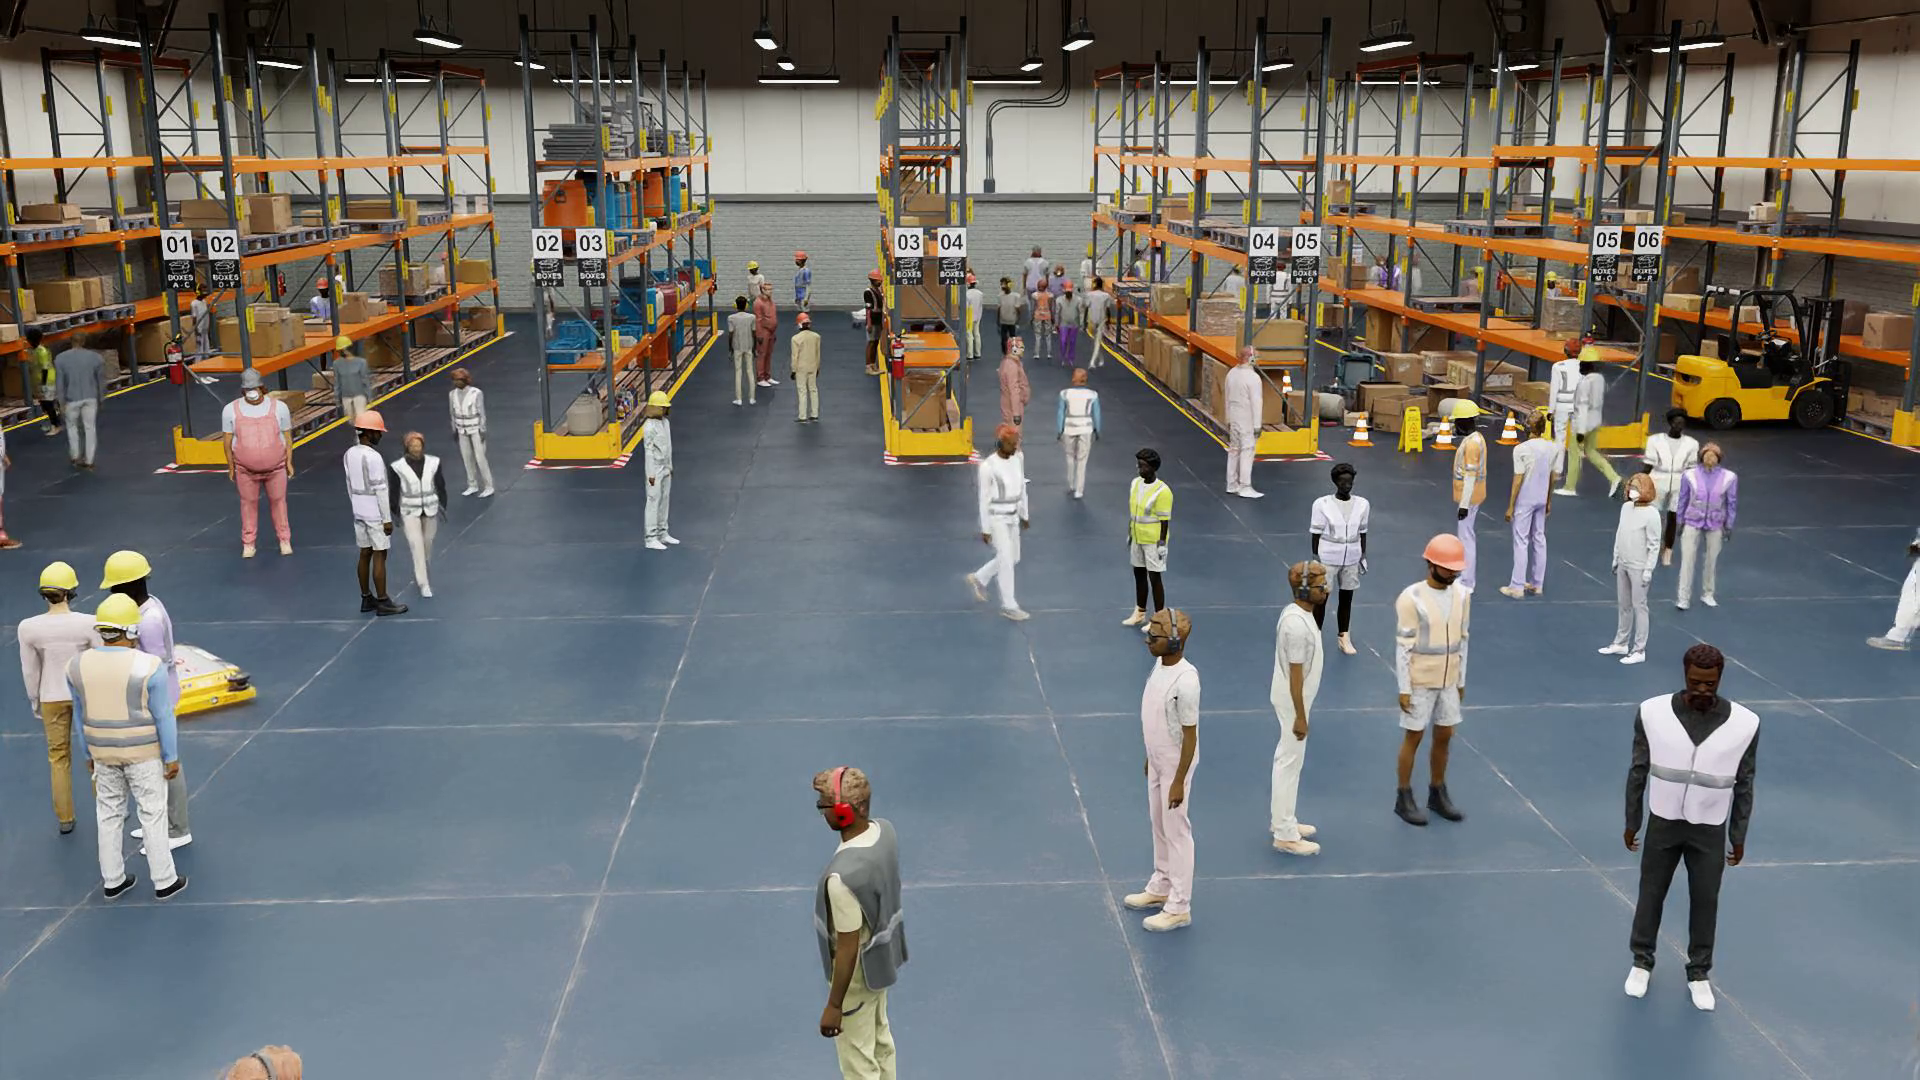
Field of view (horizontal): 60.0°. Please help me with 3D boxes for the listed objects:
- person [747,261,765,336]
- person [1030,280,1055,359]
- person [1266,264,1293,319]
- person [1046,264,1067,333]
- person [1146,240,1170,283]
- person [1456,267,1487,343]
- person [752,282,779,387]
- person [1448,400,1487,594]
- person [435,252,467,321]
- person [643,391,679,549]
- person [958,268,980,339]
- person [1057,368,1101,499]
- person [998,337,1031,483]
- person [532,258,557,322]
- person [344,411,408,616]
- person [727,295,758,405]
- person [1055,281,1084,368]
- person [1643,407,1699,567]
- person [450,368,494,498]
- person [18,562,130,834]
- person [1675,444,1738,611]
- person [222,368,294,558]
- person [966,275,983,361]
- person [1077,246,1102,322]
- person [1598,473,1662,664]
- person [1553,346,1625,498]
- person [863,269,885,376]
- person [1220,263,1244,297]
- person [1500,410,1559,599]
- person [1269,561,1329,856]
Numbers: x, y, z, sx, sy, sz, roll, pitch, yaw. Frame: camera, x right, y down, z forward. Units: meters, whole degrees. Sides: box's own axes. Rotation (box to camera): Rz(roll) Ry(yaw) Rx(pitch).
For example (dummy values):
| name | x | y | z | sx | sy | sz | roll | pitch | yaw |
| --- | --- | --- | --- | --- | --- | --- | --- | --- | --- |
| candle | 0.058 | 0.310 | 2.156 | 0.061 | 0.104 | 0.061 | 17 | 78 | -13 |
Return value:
| name | x | y | z | sx | sy | sz | roll | pitch | yaw |
| --- | --- | --- | --- | --- | --- | --- | --- | --- | --- |
| person | -4.735 | -5.574 | 38.502 | 0.531 | 1.752 | 0.341 | 9 | 16 | 34 |
| person | 1.707 | -4.572 | 34.501 | 0.515 | 1.635 | 0.315 | -1 | 13 | -6 |
| person | 7.153 | -5.346 | 37.249 | 0.584 | 1.882 | 0.345 | 5 | 14 | 20 |
| person | 2.251 | -5.692 | 39.286 | 0.533 | 1.614 | 0.345 | 5 | 14 | 21 |
| person | 4.973 | -6.501 | 41.805 | 0.615 | 2.040 | 0.391 | 5 | 14 | 21 |
| person | 11.553 | -5.265 | 37.283 | 0.922 | 1.697 | 0.590 | -7 | 15 | -28 |
| person | -3.556 | -3.789 | 30.605 | 0.404 | 1.911 | 0.636 | 5 | 14 | 18 |
| person | 4.959 | -0.426 | 16.353 | 0.407 | 1.915 | 0.590 | 4 | 14 | 16 |
| person | -11.849 | -5.702 | 38.662 | 0.610 | 1.933 | 1.080 | 2 | 13 | 9 |
| person | -3.277 | -0.769 | 18.186 | 0.334 | 1.734 | 0.480 | 4 | 14 | 16 |
| person | 0.201 | -5.410 | 38.050 | 0.497 | 1.636 | 0.285 | 1 | 13 | 5 |
| person | 1.512 | -1.361 | 20.943 | 0.542 | 1.602 | 0.787 | 3 | 14 | 13 |
| person | 0.719 | -1.709 | 21.799 | 0.409 | 1.908 | 0.639 | -2 | 13 | -8 |
| person | -10.424 | -6.490 | 41.792 | 0.602 | 2.036 | 0.407 | -7 | 15 | -27 |
| person | -5.483 | -0.250 | 15.569 | 0.542 | 1.928 | 0.374 | 11 | 17 | 38 |
| person | -3.704 | -3.236 | 28.343 | 0.513 | 1.872 | 0.328 | -4 | 14 | -18 |
| person | 2.181 | -4.281 | 33.103 | 0.568 | 1.713 | 0.836 | 0 | 13 | 2 |
| person | 7.412 | -0.565 | 17.399 | 0.550 | 1.685 | 0.404 | 4 | 14 | 15 |
| person | -6.140 | -1.346 | 20.859 | 0.524 | 1.626 | 0.323 | 6 | 15 | 24 |
| person | -5.653 | 1.006 | 10.594 | 0.523 | 1.769 | 0.313 | -3 | 14 | -12 |
| person | 7.045 | -0.120 | 15.735 | 0.520 | 1.604 | 0.650 | 5 | 14 | 19 |
| person | -7.472 | -0.825 | 17.762 | 0.690 | 2.000 | 0.538 | -6 | 14 | -23 |
| person | 0.226 | -4.574 | 34.259 | 0.338 | 1.749 | 0.573 | 12 | 18 | 42 |
| person | 3.229 | -6.381 | 41.575 | 0.600 | 1.910 | 0.432 | -10 | 17 | -37 |
| person | 5.726 | 0.232 | 14.151 | 0.273 | 1.636 | 0.507 | -3 | 14 | -13 |
| person | 7.885 | -1.451 | 20.707 | 0.587 | 1.909 | 0.800 | -13 | 18 | -43 |
| person | -1.617 | -4.182 | 31.982 | 0.394 | 2.039 | 0.614 | 5 | 14 | 19 |
| person | 6.254 | -5.538 | 38.399 | 0.645 | 1.729 | 0.414 | 6 | 14 | 23 |
| person | 5.529 | -0.346 | 16.153 | 0.520 | 1.844 | 0.331 | -5 | 14 | -21 |
| person | 2.103 | 1.027 | 10.333 | 0.344 | 1.847 | 0.506 | 2 | 13 | 10 |
